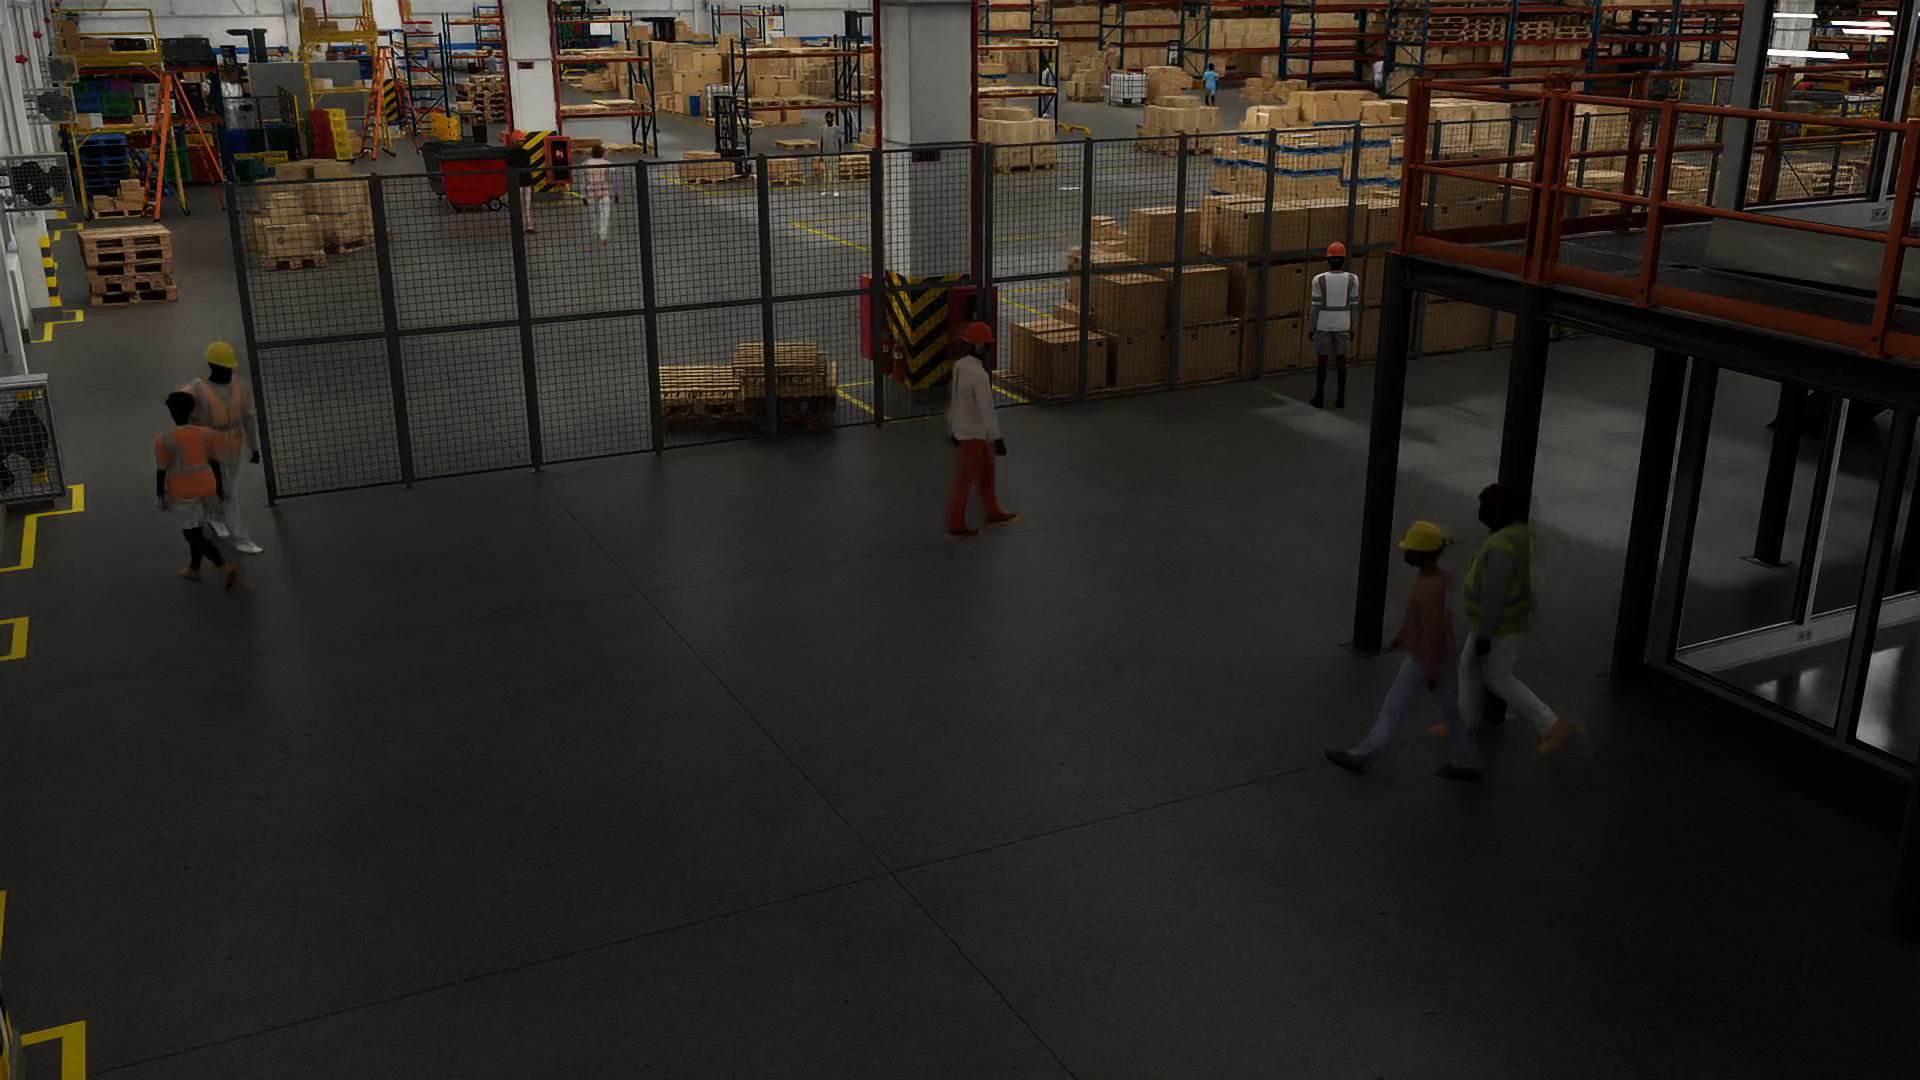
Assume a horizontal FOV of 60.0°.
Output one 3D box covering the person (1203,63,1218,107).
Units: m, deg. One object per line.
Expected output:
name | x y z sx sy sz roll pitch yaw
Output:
person | 8.905 -16.088 59.114 0.540 1.682 0.582 -1 19 -2

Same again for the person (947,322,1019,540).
person | 0.248 -0.970 14.861 0.852 1.967 0.625 -5 20 -14

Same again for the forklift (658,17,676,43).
forklift | -12.797 -21.541 73.113 1.873 2.768 1.129 8 21 23

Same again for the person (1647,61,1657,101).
person | 25.149 -16.585 60.573 0.727 1.674 0.538 -9 21 -25

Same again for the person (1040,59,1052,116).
person | 2.951 -15.583 57.303 0.390 1.913 0.588 -6 20 -18

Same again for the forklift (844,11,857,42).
forklift | -5.468 -25.085 83.386 1.873 2.768 1.129 -9 21 -25

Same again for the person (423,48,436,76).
person | -25.112 -22.908 78.587 0.593 1.895 0.870 -17 25 -40

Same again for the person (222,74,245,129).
person | -22.205 -13.302 50.819 0.988 1.828 0.624 18 26 41

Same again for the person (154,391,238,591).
person | -6.249 -0.391 13.652 0.771 1.658 0.538 10 21 26

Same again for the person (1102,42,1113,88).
person | 6.266 -20.183 70.655 0.410 1.904 0.639 -4 19 -12

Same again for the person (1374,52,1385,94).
person | 15.750 -17.230 62.069 0.571 1.913 0.780 14 24 36

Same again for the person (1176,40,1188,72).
person | 9.641 -20.660 71.974 0.422 1.947 0.609 -14 23 -35

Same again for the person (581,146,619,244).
person | -6.688 -6.422 30.942 0.642 1.792 0.979 -2 19 -5

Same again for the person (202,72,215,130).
person | -23.268 -13.642 51.777 0.515 1.844 0.329 -17 25 -40

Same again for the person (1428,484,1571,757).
person | 3.562 0.528 10.763 0.817 1.810 0.629 6 20 18

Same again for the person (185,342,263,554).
person | -6.535 -0.850 14.672 0.935 1.878 0.604 13 23 33

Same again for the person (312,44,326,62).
person | -26.643 -19.659 69.149 0.942 1.907 0.641 16 25 38

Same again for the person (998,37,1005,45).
person | 2.122 -24.207 82.773 0.774 1.607 0.520 -16 25 -38

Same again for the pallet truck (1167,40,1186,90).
pallet truck | 9.045 -19.971 69.895 0.823 1.965 1.885 -3 19 -8

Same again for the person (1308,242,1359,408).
person | 4.320 -2.483 19.309 0.542 1.927 0.374 1 19 2

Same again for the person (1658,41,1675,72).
person | 32.042 -21.833 75.508 0.664 1.852 0.986 11 22 29

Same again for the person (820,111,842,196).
person | -2.901 -8.650 37.270 0.517 1.873 0.328 5 20 13

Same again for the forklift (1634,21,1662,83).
forklift | 27.666 -19.699 67.773 1.873 2.768 1.129 -9 21 -25

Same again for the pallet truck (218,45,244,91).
pallet truck | -28.879 -18.665 66.111 0.823 1.965 1.885 -3 19 -9

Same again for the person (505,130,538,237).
person | -8.359 -6.790 31.689 0.375 1.995 0.611 10 21 27

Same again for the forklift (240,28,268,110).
forklift | -24.981 -16.906 59.677 1.873 2.768 1.129 -9 21 -25

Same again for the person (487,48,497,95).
person | -18.016 -17.929 64.067 0.372 1.940 0.631 1 19 4

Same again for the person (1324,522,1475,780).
person | 2.848 0.703 10.398 0.946 1.713 0.537 7 20 19

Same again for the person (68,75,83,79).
person | -33.514 -17.428 63.066 0.514 1.640 0.310 -9 21 -24

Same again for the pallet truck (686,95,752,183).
pallet truck | -5.836 -9.608 39.856 0.823 1.965 1.885 10 22 27
